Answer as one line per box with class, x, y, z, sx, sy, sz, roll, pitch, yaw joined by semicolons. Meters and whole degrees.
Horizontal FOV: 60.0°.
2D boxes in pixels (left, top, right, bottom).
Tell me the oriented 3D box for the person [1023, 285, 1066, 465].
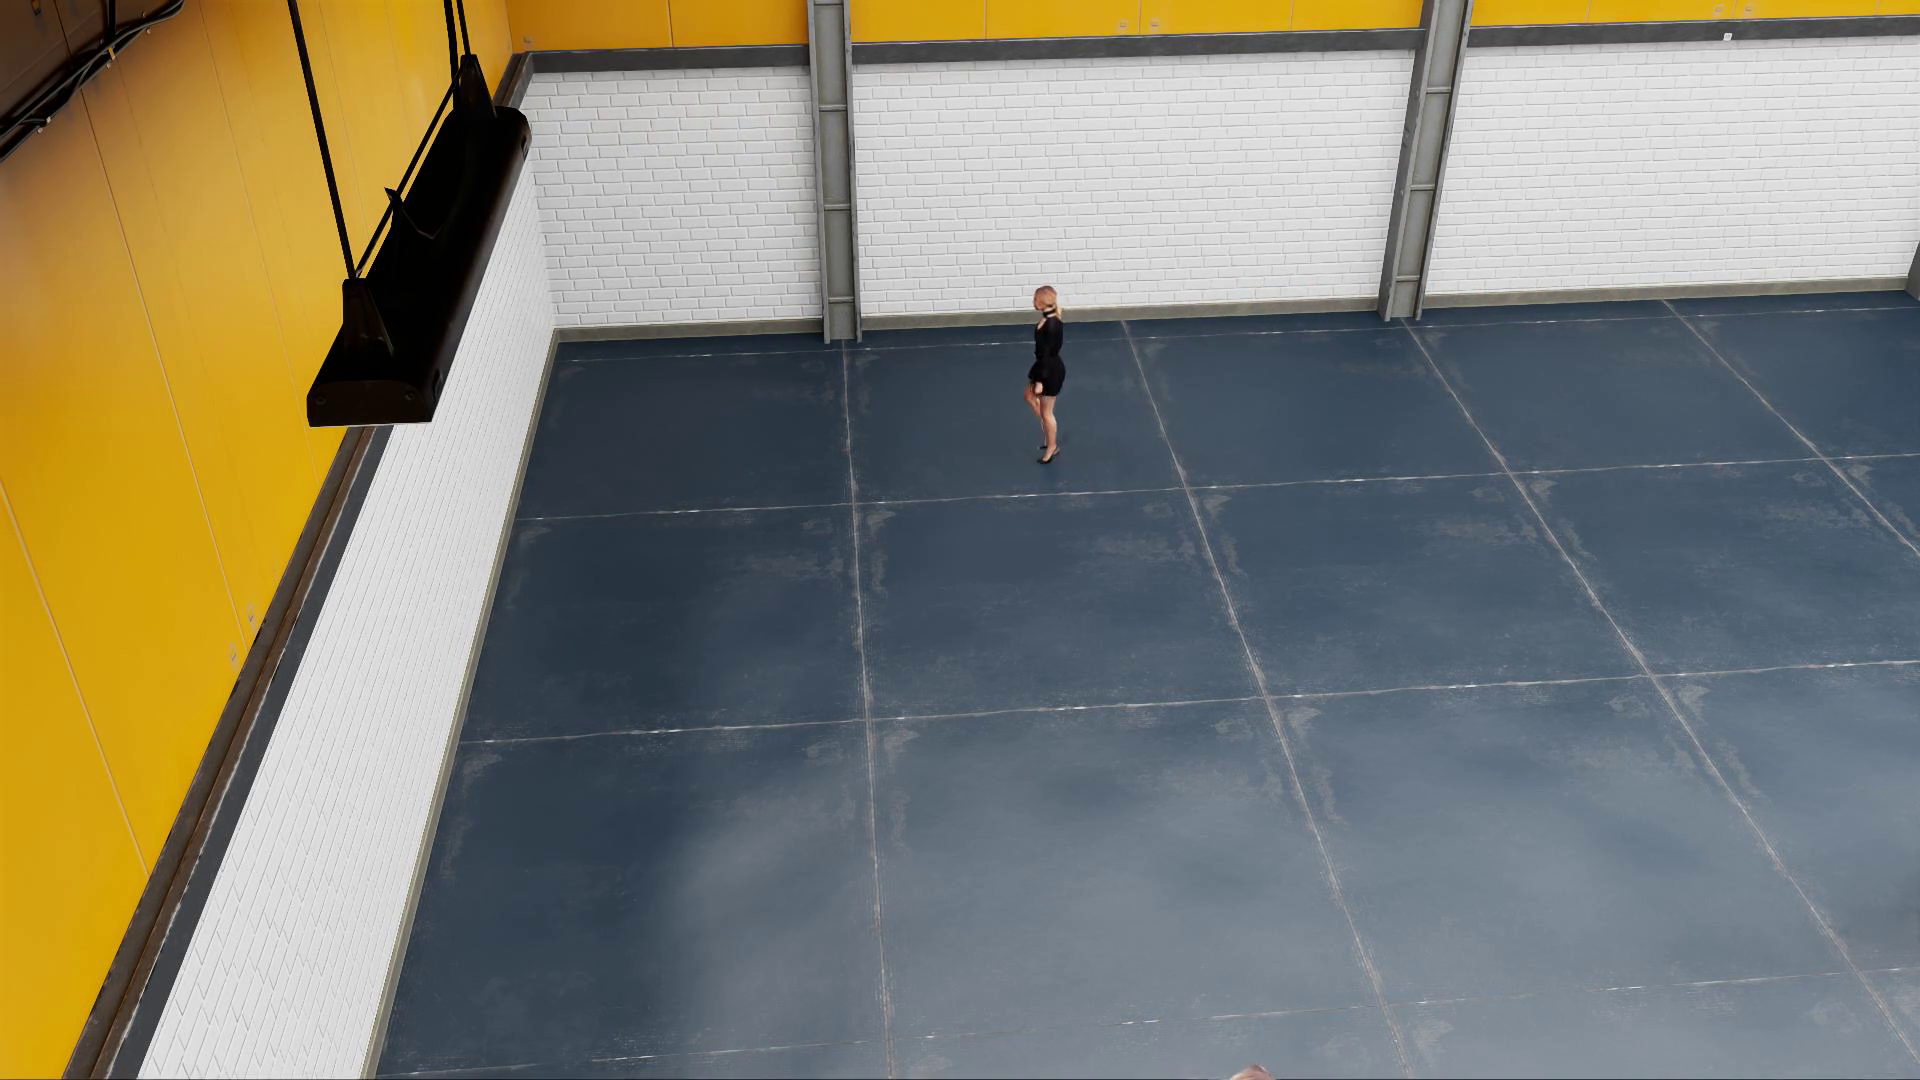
person;0.860;-1.465;14.915;0.583;1.758;0.585;-1;34;-2
